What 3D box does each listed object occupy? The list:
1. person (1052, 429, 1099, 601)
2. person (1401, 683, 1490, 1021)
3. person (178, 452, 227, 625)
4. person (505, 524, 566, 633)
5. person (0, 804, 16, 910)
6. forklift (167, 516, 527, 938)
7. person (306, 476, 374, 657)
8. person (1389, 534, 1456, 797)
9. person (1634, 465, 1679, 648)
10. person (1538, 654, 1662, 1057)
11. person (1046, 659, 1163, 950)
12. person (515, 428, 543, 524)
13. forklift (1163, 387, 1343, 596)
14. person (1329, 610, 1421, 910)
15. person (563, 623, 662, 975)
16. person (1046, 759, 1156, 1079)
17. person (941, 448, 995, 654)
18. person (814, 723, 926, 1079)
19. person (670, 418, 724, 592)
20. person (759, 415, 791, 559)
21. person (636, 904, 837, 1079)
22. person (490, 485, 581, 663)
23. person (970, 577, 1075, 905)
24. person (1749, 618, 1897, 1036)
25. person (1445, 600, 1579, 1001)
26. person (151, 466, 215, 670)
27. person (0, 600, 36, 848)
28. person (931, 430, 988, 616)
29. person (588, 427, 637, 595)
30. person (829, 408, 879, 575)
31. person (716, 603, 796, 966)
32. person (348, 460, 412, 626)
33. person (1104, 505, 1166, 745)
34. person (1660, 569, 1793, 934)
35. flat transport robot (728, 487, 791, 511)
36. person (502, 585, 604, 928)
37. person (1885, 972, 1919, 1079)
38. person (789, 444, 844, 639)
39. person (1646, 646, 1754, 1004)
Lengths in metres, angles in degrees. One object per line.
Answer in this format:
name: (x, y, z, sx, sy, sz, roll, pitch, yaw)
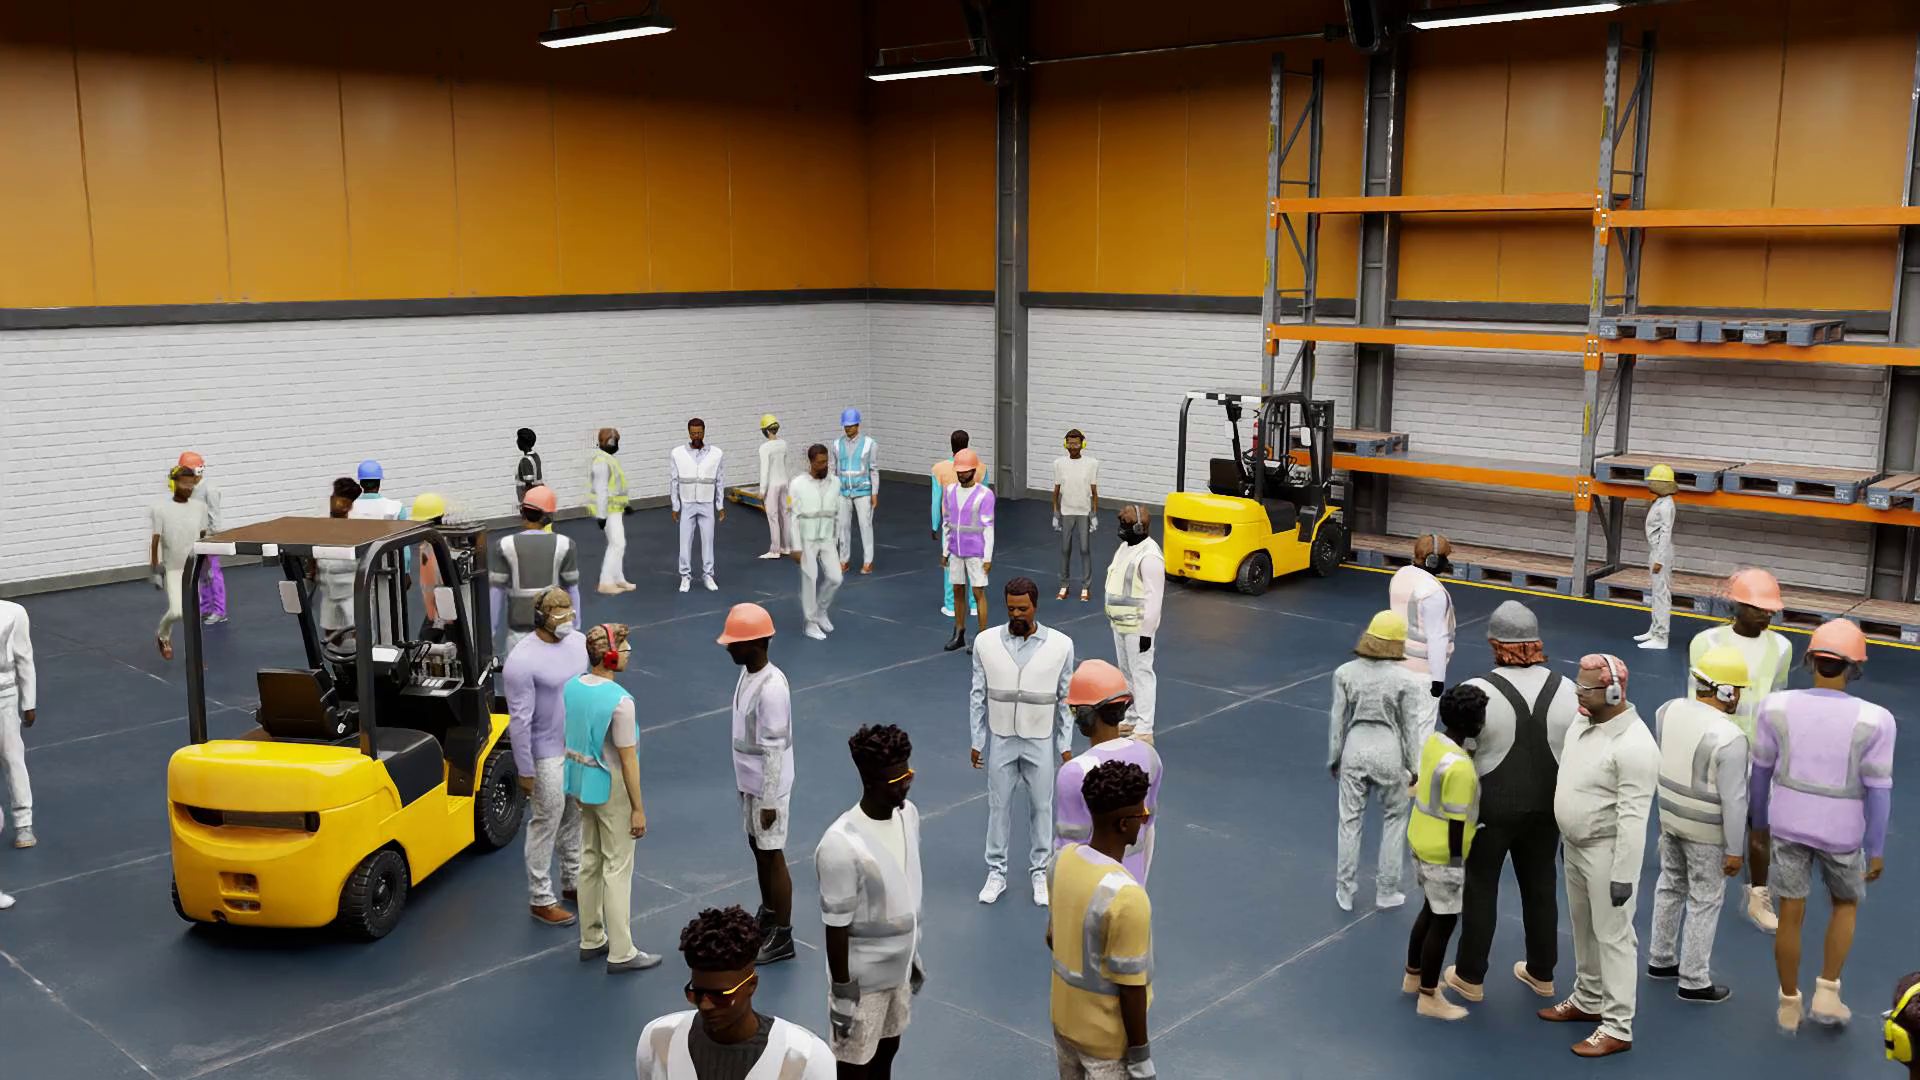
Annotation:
person: (1.236, -0.269, 17.811, 0.501, 1.861, 0.328, 2, 10, 10)
person: (2.372, 1.512, 8.158, 0.331, 1.683, 0.551, 0, 10, 3)
person: (-7.657, -0.025, 16.734, 0.566, 1.743, 0.353, 6, 12, 31)
person: (-3.208, 0.661, 12.767, 0.534, 1.765, 0.323, -5, 11, -28)
person: (-5.593, 1.226, 9.211, 0.600, 1.879, 0.601, 2, 10, 13)
forklift: (-3.583, 0.976, 9.748, 1.214, 2.155, 2.313, 2, 10, 11)
person: (-5.093, 0.419, 13.676, 0.719, 1.937, 0.374, 4, 11, 19)
person: (3.183, 0.859, 11.464, 0.429, 1.832, 0.635, -2, 10, -11)
person: (6.585, 0.154, 15.711, 0.301, 1.745, 0.483, 3, 10, 18)
person: (2.991, 1.462, 7.838, 0.394, 1.900, 0.646, -1, 10, -5)
person: (0.595, 1.514, 7.165, 0.403, 2.031, 0.613, 9, 14, 42)
person: (-4.996, -0.459, 19.334, 0.317, 1.695, 0.540, 0, 10, -2)
forklift: (3.298, -0.608, 18.767, 1.214, 2.155, 2.313, 9, 13, 42)
person: (2.362, 1.258, 9.490, 0.493, 1.721, 0.429, 5, 11, 28)
person: (-1.850, 1.340, 8.668, 0.575, 1.843, 0.375, 10, 14, 44)
person: (0.518, 1.748, 6.044, 0.367, 1.958, 0.609, -4, 11, -21)
person: (0.059, 0.103, 15.475, 0.545, 1.930, 0.386, 7, 12, 34)
person: (-0.328, 1.660, 6.505, 0.369, 1.965, 0.609, 5, 11, 28)
person: (-2.891, -0.392, 18.322, 0.587, 1.920, 0.391, -3, 10, -15)
person: (-2.280, -0.643, 20.212, 0.337, 1.760, 0.526, 6, 11, 29)
person: (-0.642, 1.974, 4.720, 0.607, 1.965, 0.366, 2, 10, 10)
person: (-3.155, 0.609, 12.334, 0.671, 2.018, 0.516, -3, 10, -16)
person: (0.355, 1.145, 9.576, 0.596, 1.916, 0.373, 1, 10, 8)
person: (4.109, 1.374, 7.973, 0.612, 2.020, 0.482, 7, 12, 34)
person: (2.748, 1.291, 8.395, 0.686, 2.000, 0.535, -1, 10, -6)
person: (-6.989, 0.244, 14.894, 0.528, 1.854, 0.538, 8, 13, 39)
person: (-6.091, 1.021, 10.397, 0.578, 1.879, 0.345, -3, 11, -19)
person: (0.003, -0.170, 17.060, 0.594, 1.917, 0.373, -1, 10, -8)
person: (-3.800, -0.320, 18.196, 0.499, 1.820, 0.659, -1, 10, -8)
person: (-1.230, -0.561, 19.242, 0.615, 1.940, 0.416, 2, 10, 13)
person: (-1.075, 1.277, 8.790, 0.387, 1.930, 0.544, -4, 11, -21)
person: (-5.093, 0.269, 14.513, 0.605, 1.940, 0.415, -1, 10, -3)
person: (1.309, 0.646, 12.633, 0.429, 1.843, 0.633, -3, 10, -16)
person: (4.392, 1.124, 9.488, 0.610, 2.002, 1.037, 0, 10, -2)
flat transport robot: (-2.794, -0.618, 24.299, 0.652, 0.197, 1.431, -6, 12, -32)
person: (-2.265, 1.191, 9.296, 0.374, 1.929, 0.636, 5, 11, 25)
person: (2.557, 2.070, 4.485, 0.514, 1.861, 0.322, 1, 10, 7)
person: (-1.387, 0.013, 16.060, 0.602, 1.904, 0.447, -8, 12, -37)
person: (3.708, 1.418, 8.313, 0.403, 1.819, 0.602, -3, 10, -14)
